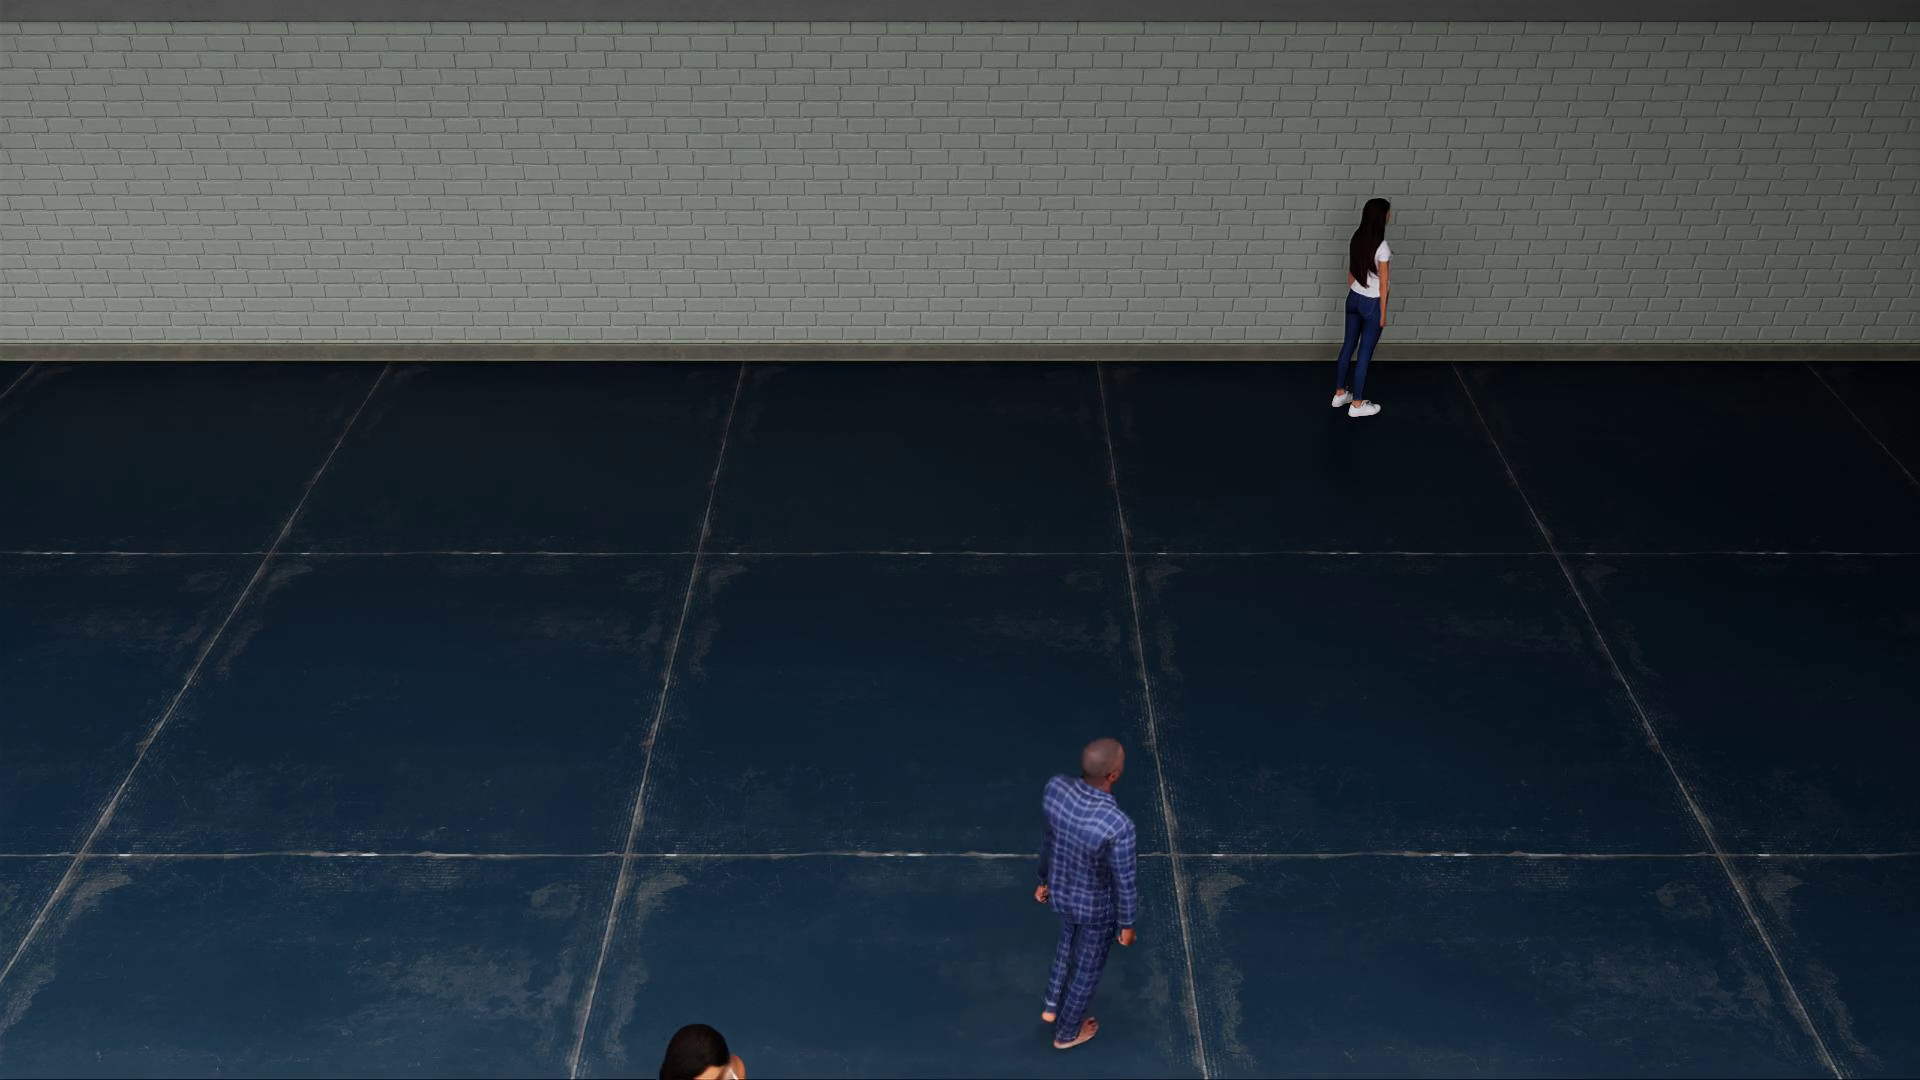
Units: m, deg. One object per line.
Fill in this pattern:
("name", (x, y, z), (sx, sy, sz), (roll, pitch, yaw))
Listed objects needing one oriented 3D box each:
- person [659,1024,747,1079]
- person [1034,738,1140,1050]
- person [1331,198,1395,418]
("person", (-0.955, 2.474, 6.315), (0.810, 1.807, 0.721), (21, 38, 28))
("person", (0.507, 1.657, 7.566), (0.802, 1.812, 0.860), (28, 42, 36))
("person", (3.144, -1.809, 12.929), (0.725, 1.775, 0.597), (-15, 36, -21))
